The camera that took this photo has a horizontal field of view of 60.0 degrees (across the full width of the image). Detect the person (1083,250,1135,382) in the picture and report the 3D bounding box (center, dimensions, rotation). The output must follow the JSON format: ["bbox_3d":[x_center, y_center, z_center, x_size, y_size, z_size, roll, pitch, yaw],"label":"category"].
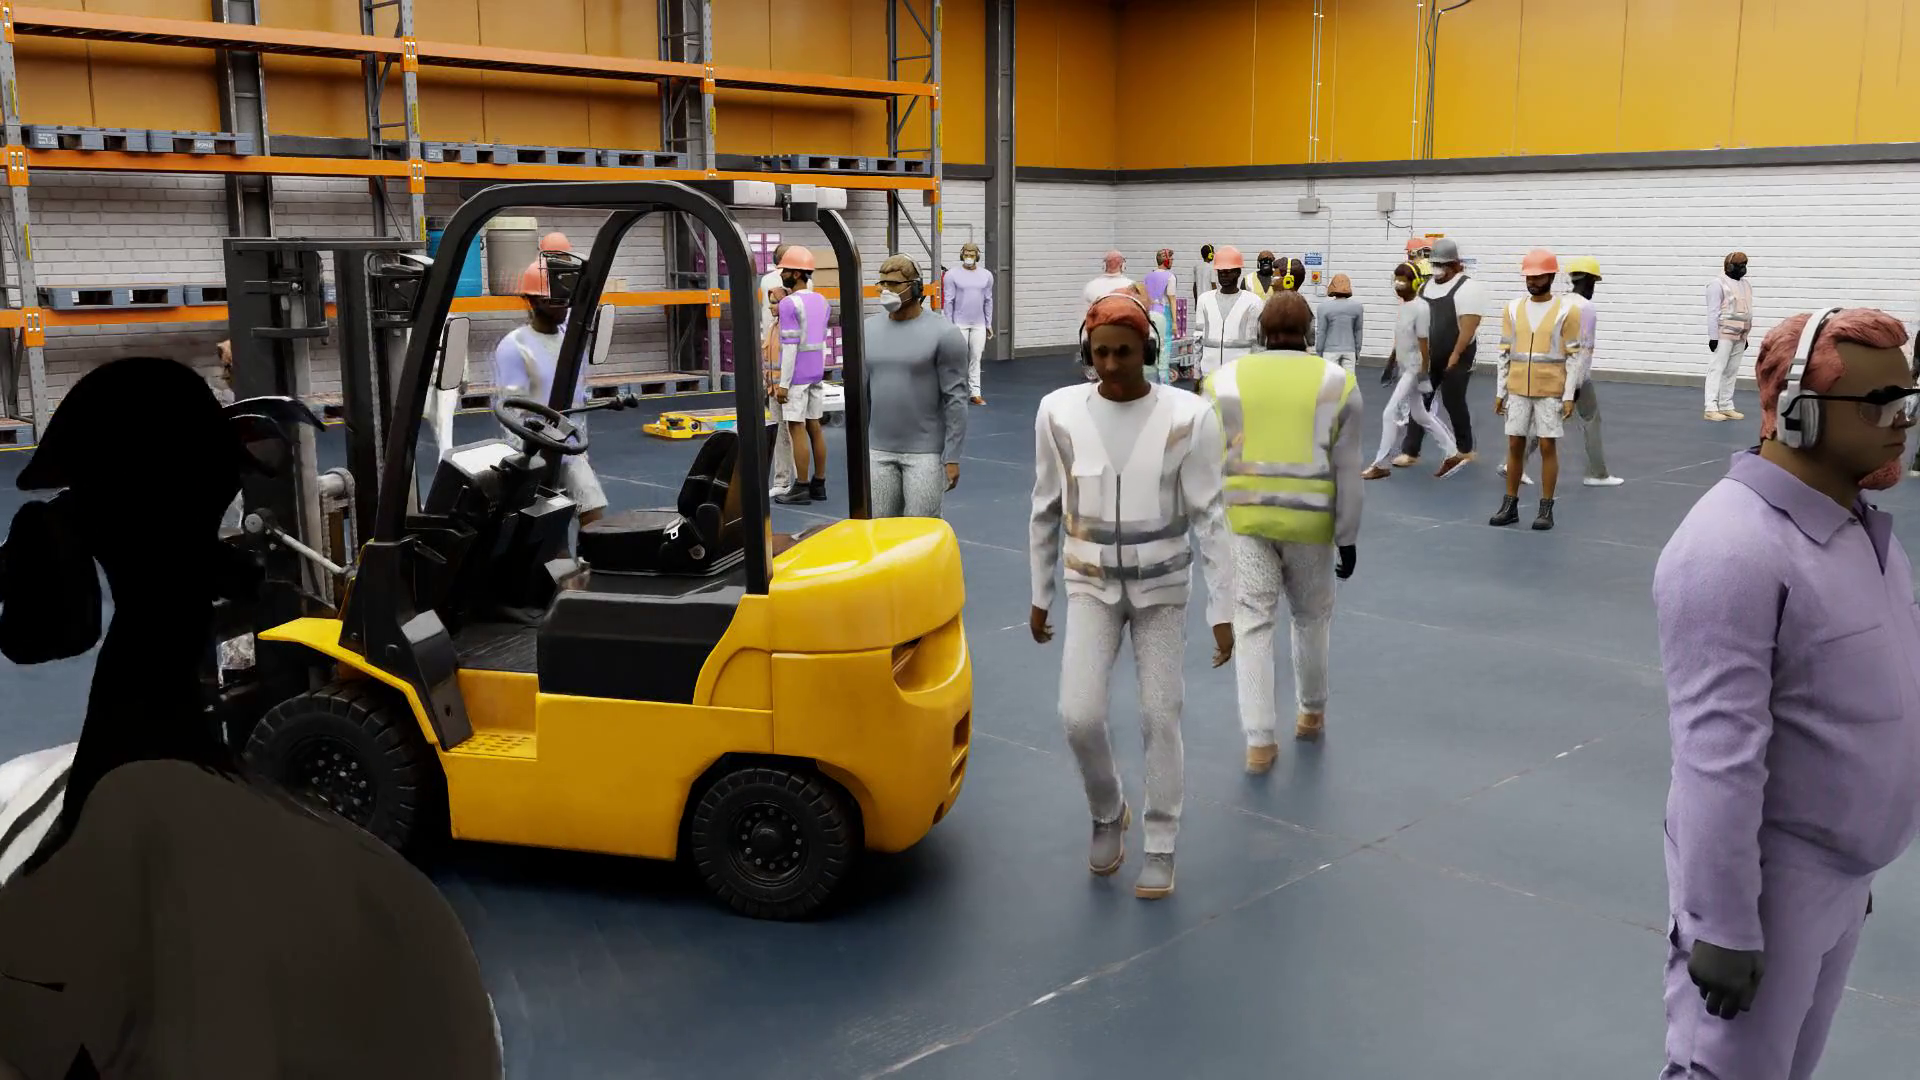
[{"bbox_3d":[1.566,-2.018,17.010,0.650,1.878,0.890,4,11,20],"label":"person"}]

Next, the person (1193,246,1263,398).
[{"bbox_3d":[2.071,-1.309,12.958,0.543,1.939,0.360,4,11,22],"label":"person"}]

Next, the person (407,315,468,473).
[{"bbox_3d":[-4.491,-1.397,14.343,0.516,1.607,0.778,0,10,1],"label":"person"}]

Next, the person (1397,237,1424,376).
[{"bbox_3d":[6.535,-3.343,23.898,0.396,1.992,0.623,7,13,35],"label":"person"}]

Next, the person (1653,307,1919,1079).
[{"bbox_3d":[1.407,0.567,2.819,0.408,1.909,0.642,10,14,42],"label":"person"}]

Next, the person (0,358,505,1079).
[{"bbox_3d":[-0.513,0.824,1.064,0.645,2.036,0.431,8,13,39],"label":"person"}]

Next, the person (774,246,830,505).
[{"bbox_3d":[-1.211,-1.233,12.537,0.352,1.939,0.552,5,12,27],"label":"person"}]

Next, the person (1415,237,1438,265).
[{"bbox_3d":[6.444,-3.170,22.953,0.626,1.992,0.387,5,11,24],"label":"person"}]

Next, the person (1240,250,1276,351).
[{"bbox_3d":[3.651,-2.546,19.971,0.633,1.843,0.429,2,10,8],"label":"person"}]

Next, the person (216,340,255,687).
[{"bbox_3d":[-2.944,-0.096,7.245,0.520,1.602,0.804,10,14,43],"label":"person"}]

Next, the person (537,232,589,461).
[{"bbox_3d":[-3.567,-1.703,14.825,0.377,2.044,0.607,-5,11,-25],"label":"person"}]

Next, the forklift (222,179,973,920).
[{"bbox_3d":[-1.114,-0.058,5.440,2.313,2.155,1.214,2,11,13],"label":"forklift"}]

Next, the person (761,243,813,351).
[{"bbox_3d":[-1.839,-2.170,17.657,0.635,1.937,0.352,-9,14,-40],"label":"person"}]

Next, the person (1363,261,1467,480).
[{"bbox_3d":[3.783,-1.393,13.758,0.929,1.817,0.627,0,10,0],"label":"person"}]

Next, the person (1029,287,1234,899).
[{"bbox_3d":[0.519,0.175,5.049,0.649,1.867,0.418,3,11,14],"label":"person"}]

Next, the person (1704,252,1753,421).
[{"bbox_3d":[8.440,-2.228,18.238,0.634,1.841,0.429,-6,12,-31],"label":"person"}]

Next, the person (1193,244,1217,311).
[{"bbox_3d":[4.007,-3.851,27.011,0.328,1.872,0.509,-8,13,-38],"label":"person"}]

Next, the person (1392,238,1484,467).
[{"bbox_3d":[4.241,-1.645,14.512,0.717,2.000,0.704,-8,13,-38],"label":"person"}]

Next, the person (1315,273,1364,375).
[{"bbox_3d":[3.877,-1.905,17.043,0.500,1.633,0.284,-1,10,-8],"label":"person"}]

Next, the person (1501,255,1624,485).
[{"bbox_3d":[4.892,-1.356,13.432,0.956,1.875,0.574,-2,11,-13],"label":"person"}]

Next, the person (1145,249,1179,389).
[{"bbox_3d":[2.602,-2.849,21.611,0.373,1.843,0.570,-7,12,-33],"label":"person"}]

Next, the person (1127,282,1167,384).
[{"bbox_3d":[1.595,-1.485,14.796,0.517,1.615,0.503,3,11,15],"label":"person"}]

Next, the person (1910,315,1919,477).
[{"bbox_3d":[8.440,-1.494,14.044,0.986,1.905,0.635,-4,11,-19],"label":"person"}]

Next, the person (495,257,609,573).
[{"bbox_3d":[-1.920,-0.404,8.101,0.790,1.906,0.564,8,13,36],"label":"person"}]

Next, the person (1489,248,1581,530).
[{"bbox_3d":[3.959,-1.035,11.469,0.552,1.934,0.373,8,13,37],"label":"person"}]

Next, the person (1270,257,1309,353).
[{"bbox_3d":[2.296,-1.053,11.754,0.316,1.870,0.531,2,11,9],"label":"person"}]

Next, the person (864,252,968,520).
[{"bbox_3d":[-0.266,-0.424,8.136,0.635,1.937,0.354,6,12,28],"label":"person"}]

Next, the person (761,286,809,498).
[{"bbox_3d":[-1.328,-1.107,12.677,0.306,1.639,0.524,-8,13,-37],"label":"person"}]

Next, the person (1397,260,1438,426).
[{"bbox_3d":[4.887,-2.066,17.559,0.526,1.768,0.331,7,12,33],"label":"person"}]

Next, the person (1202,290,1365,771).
[{"bbox_3d":[1.260,-0.061,6.516,0.628,1.803,0.865,3,11,14],"label":"person"}]

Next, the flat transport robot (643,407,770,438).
[{"bbox_3d":[-2.439,-1.212,16.981,1.431,0.197,0.652,-7,13,-35],"label":"flat transport robot"}]

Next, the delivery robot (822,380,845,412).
[{"bbox_3d":[-1.532,-1.501,17.529,0.707,0.478,0.477,-7,13,-35],"label":"delivery robot"}]

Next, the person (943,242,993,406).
[{"bbox_3d":[0.107,-2.546,19.717,0.629,1.937,0.379,-4,11,-21],"label":"person"}]
